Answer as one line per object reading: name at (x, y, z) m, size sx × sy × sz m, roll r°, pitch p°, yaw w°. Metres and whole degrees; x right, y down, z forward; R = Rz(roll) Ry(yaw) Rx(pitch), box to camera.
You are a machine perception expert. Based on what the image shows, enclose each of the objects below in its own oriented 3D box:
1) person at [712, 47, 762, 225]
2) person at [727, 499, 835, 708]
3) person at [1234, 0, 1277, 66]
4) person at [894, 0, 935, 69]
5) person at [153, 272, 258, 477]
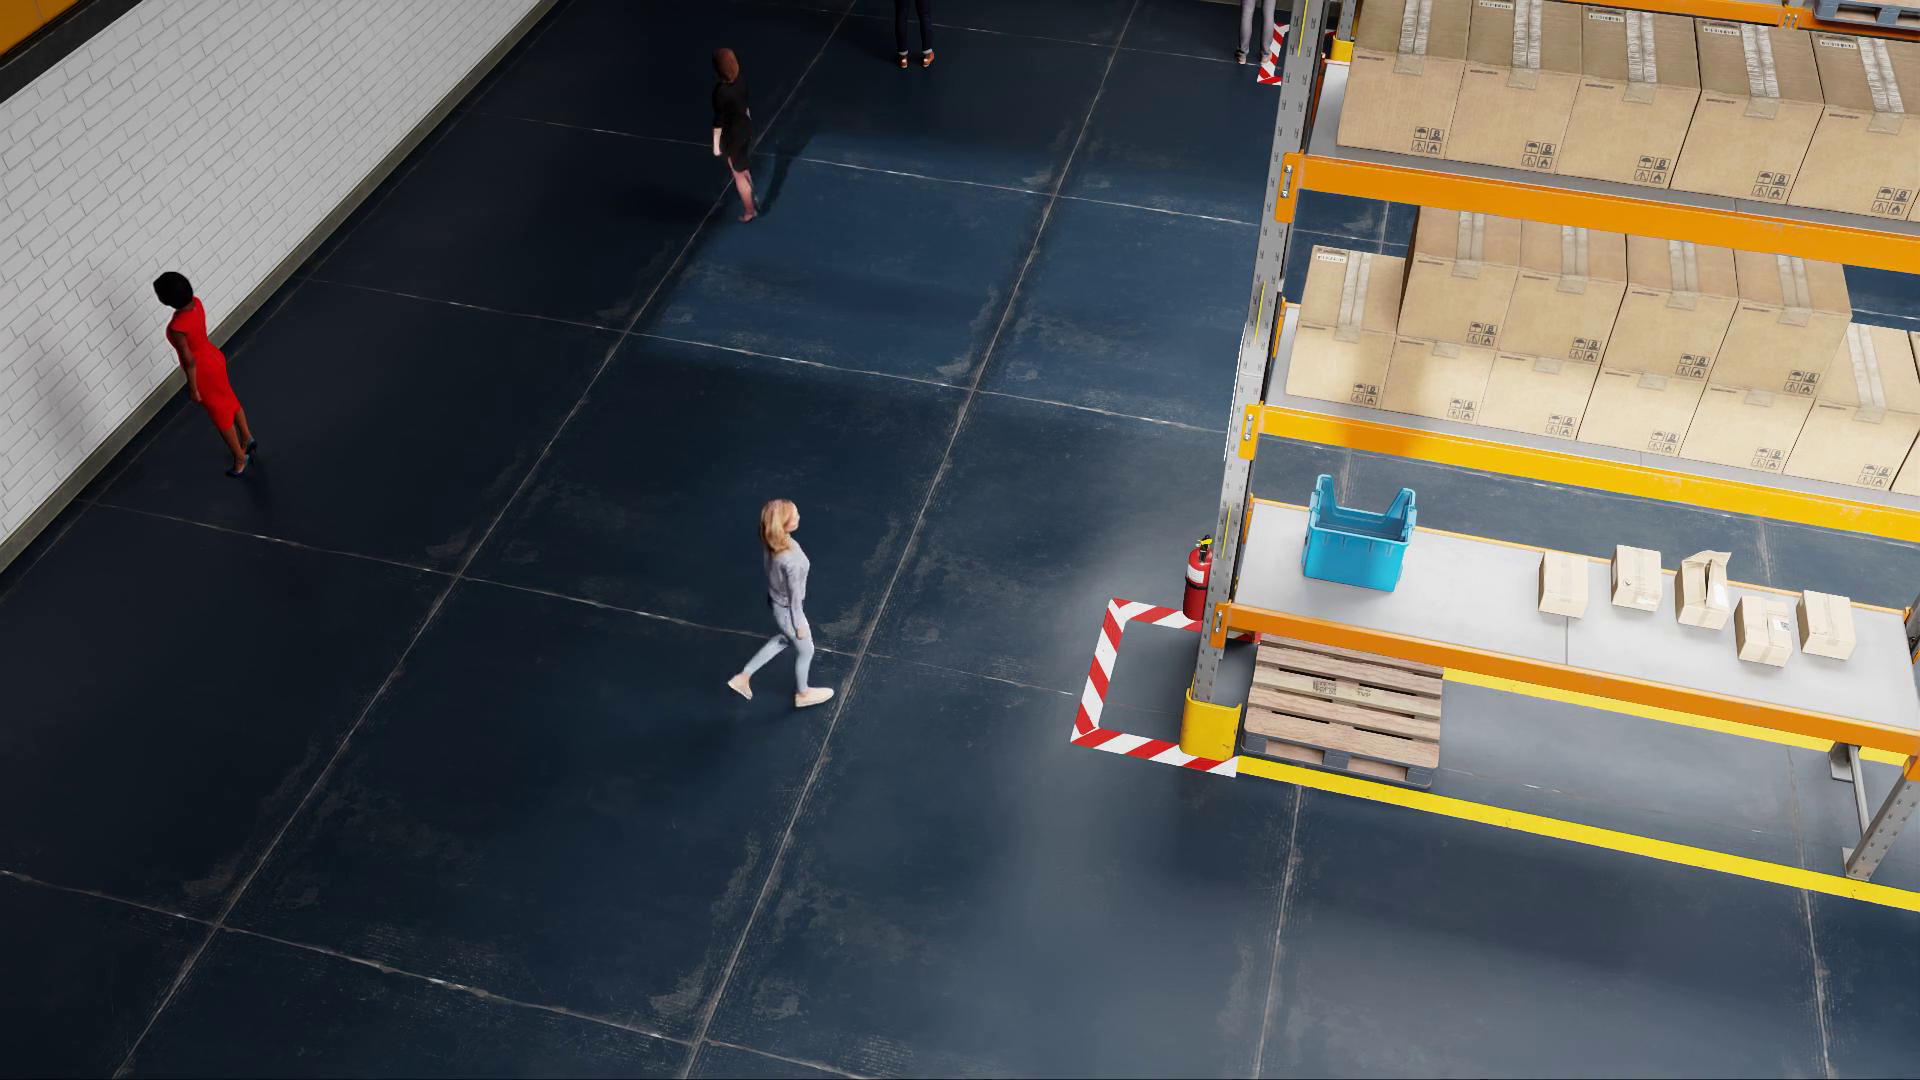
person at (-1.880, -3.490, 14.530) m, size 0.650 × 1.691 × 0.649 m, roll 19°, pitch 47°, yaw 19°
person at (-1.151, 0.450, 10.328) m, size 1.007 × 1.783 × 0.886 m, roll -13°, pitch 45°, yaw -14°
person at (3.036, -5.737, 16.709) m, size 0.522 × 1.938 × 0.744 m, roll 6°, pitch 44°, yaw 6°
person at (-0.492, -5.633, 16.688) m, size 0.643 × 1.818 × 0.811 m, roll -1°, pitch 44°, yaw -1°
person at (-5.472, -1.212, 12.097) m, size 0.580 × 1.747 × 0.616 m, roll 0°, pitch 44°, yaw 0°
